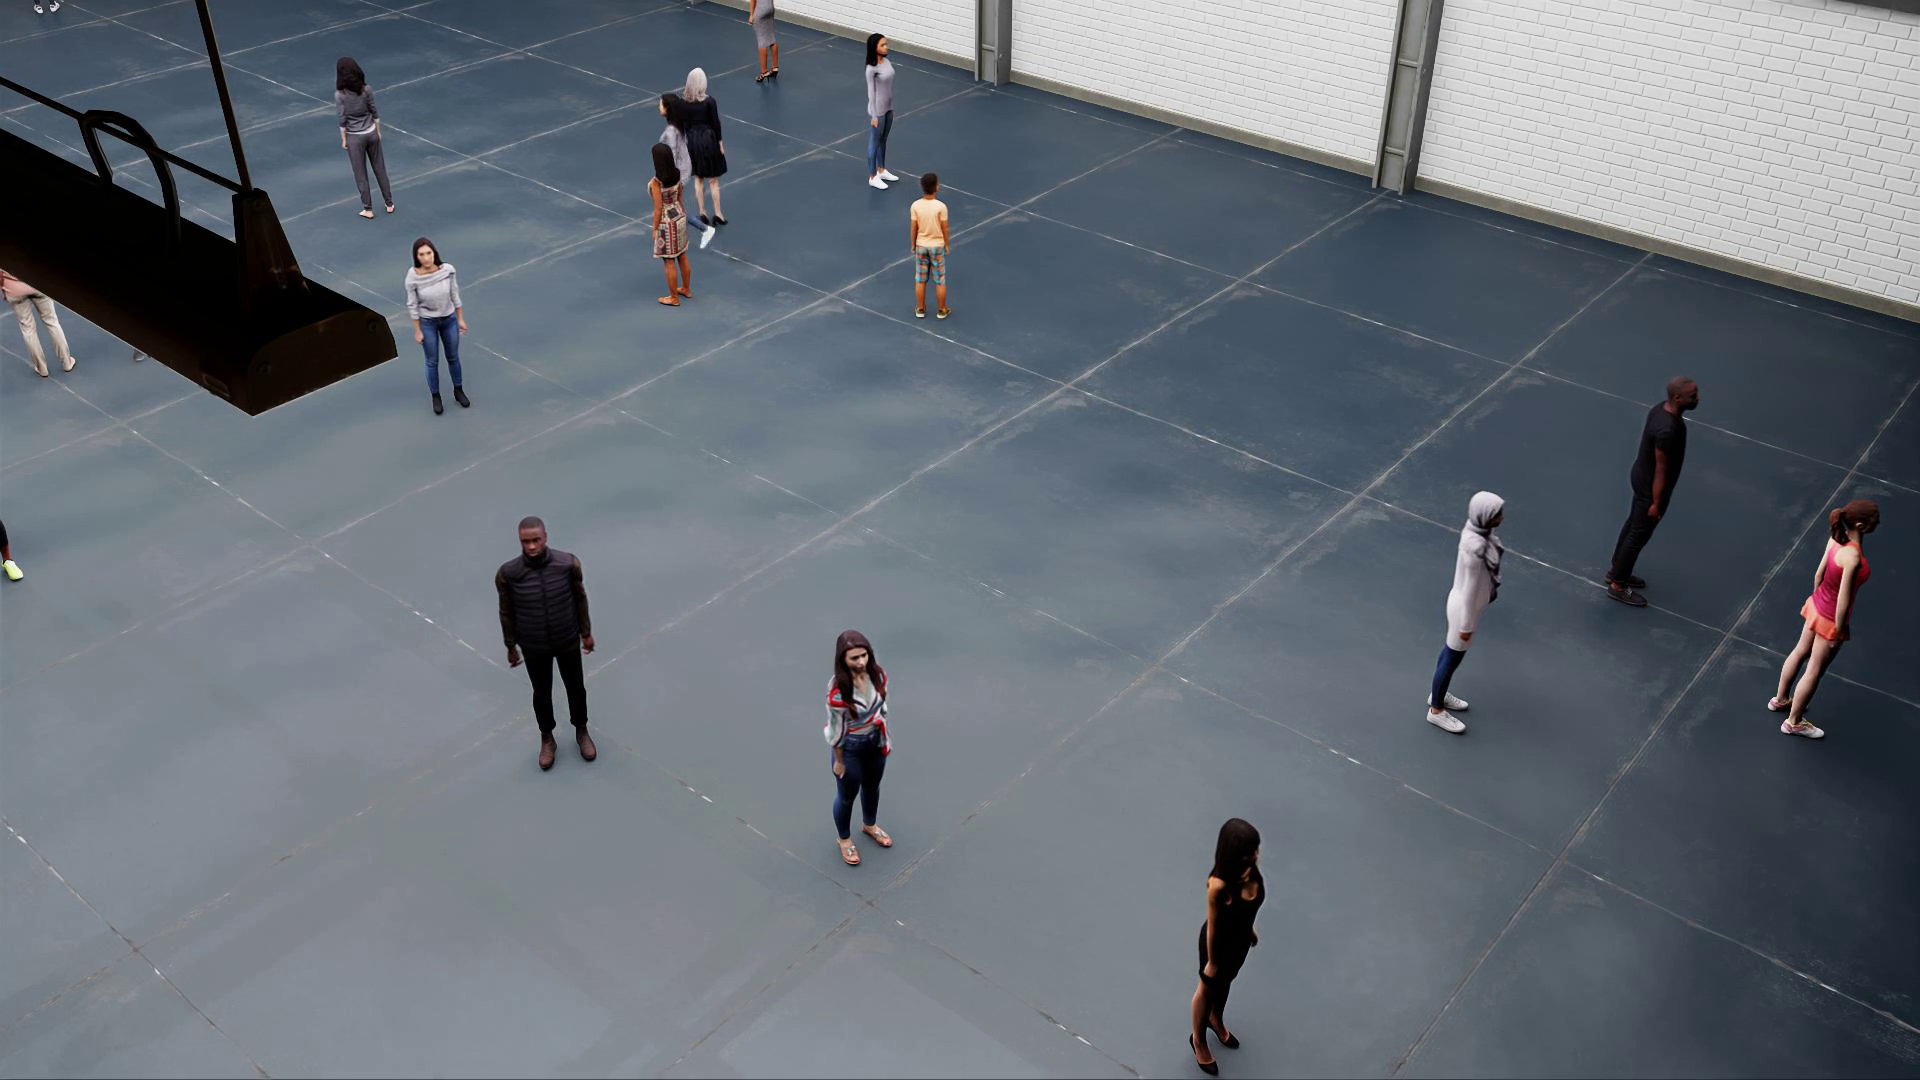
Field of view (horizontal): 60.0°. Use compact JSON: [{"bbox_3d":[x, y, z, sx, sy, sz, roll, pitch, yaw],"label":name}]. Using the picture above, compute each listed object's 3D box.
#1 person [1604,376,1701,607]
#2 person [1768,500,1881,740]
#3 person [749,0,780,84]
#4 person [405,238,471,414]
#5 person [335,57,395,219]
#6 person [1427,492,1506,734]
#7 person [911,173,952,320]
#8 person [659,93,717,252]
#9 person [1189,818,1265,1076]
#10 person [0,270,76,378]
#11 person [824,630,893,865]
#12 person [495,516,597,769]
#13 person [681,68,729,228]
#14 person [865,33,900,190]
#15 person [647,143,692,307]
[{"bbox_3d":[5.031,-0.383,12.104,0.683,1.819,0.735,10,35,15],"label":"person"},{"bbox_3d":[5.660,0.488,10.852,0.715,1.754,0.670,2,34,3],"label":"person"},{"bbox_3d":[-2.605,-6.991,22.079,0.497,1.781,0.574,24,41,32],"label":"person"},{"bbox_3d":[-4.568,-1.890,14.541,0.664,1.631,0.620,-19,38,-26],"label":"person"},{"bbox_3d":[-6.543,-4.408,18.209,0.636,1.764,0.580,-23,40,-31],"label":"person"},{"bbox_3d":[3.310,0.448,10.893,0.633,1.775,0.678,13,36,18],"label":"person"},{"bbox_3d":[-0.288,-2.850,16.138,0.573,1.461,0.664,4,34,6],"label":"person"},{"bbox_3d":[-2.862,-3.781,17.311,0.954,1.712,0.864,3,34,4],"label":"person"},{"bbox_3d":[1.364,2.066,8.571,0.474,1.650,0.562,26,42,34],"label":"person"},{"bbox_3d":[-8.478,-2.307,15.084,0.667,1.724,0.636,-18,38,-25],"label":"person"},{"bbox_3d":[-0.605,1.210,9.892,0.631,1.613,0.568,-24,41,-32],"label":"person"},{"bbox_3d":[-2.599,0.635,10.557,0.781,1.836,0.770,-10,35,-15],"label":"person"},{"bbox_3d":[-2.760,-4.236,17.966,0.637,1.747,0.745,8,35,12],"label":"person"},{"bbox_3d":[-0.927,-4.915,18.997,0.613,1.736,0.657,15,36,21],"label":"person"},{"bbox_3d":[-2.861,-3.118,16.375,0.599,1.645,0.693,17,37,23],"label":"person"}]
